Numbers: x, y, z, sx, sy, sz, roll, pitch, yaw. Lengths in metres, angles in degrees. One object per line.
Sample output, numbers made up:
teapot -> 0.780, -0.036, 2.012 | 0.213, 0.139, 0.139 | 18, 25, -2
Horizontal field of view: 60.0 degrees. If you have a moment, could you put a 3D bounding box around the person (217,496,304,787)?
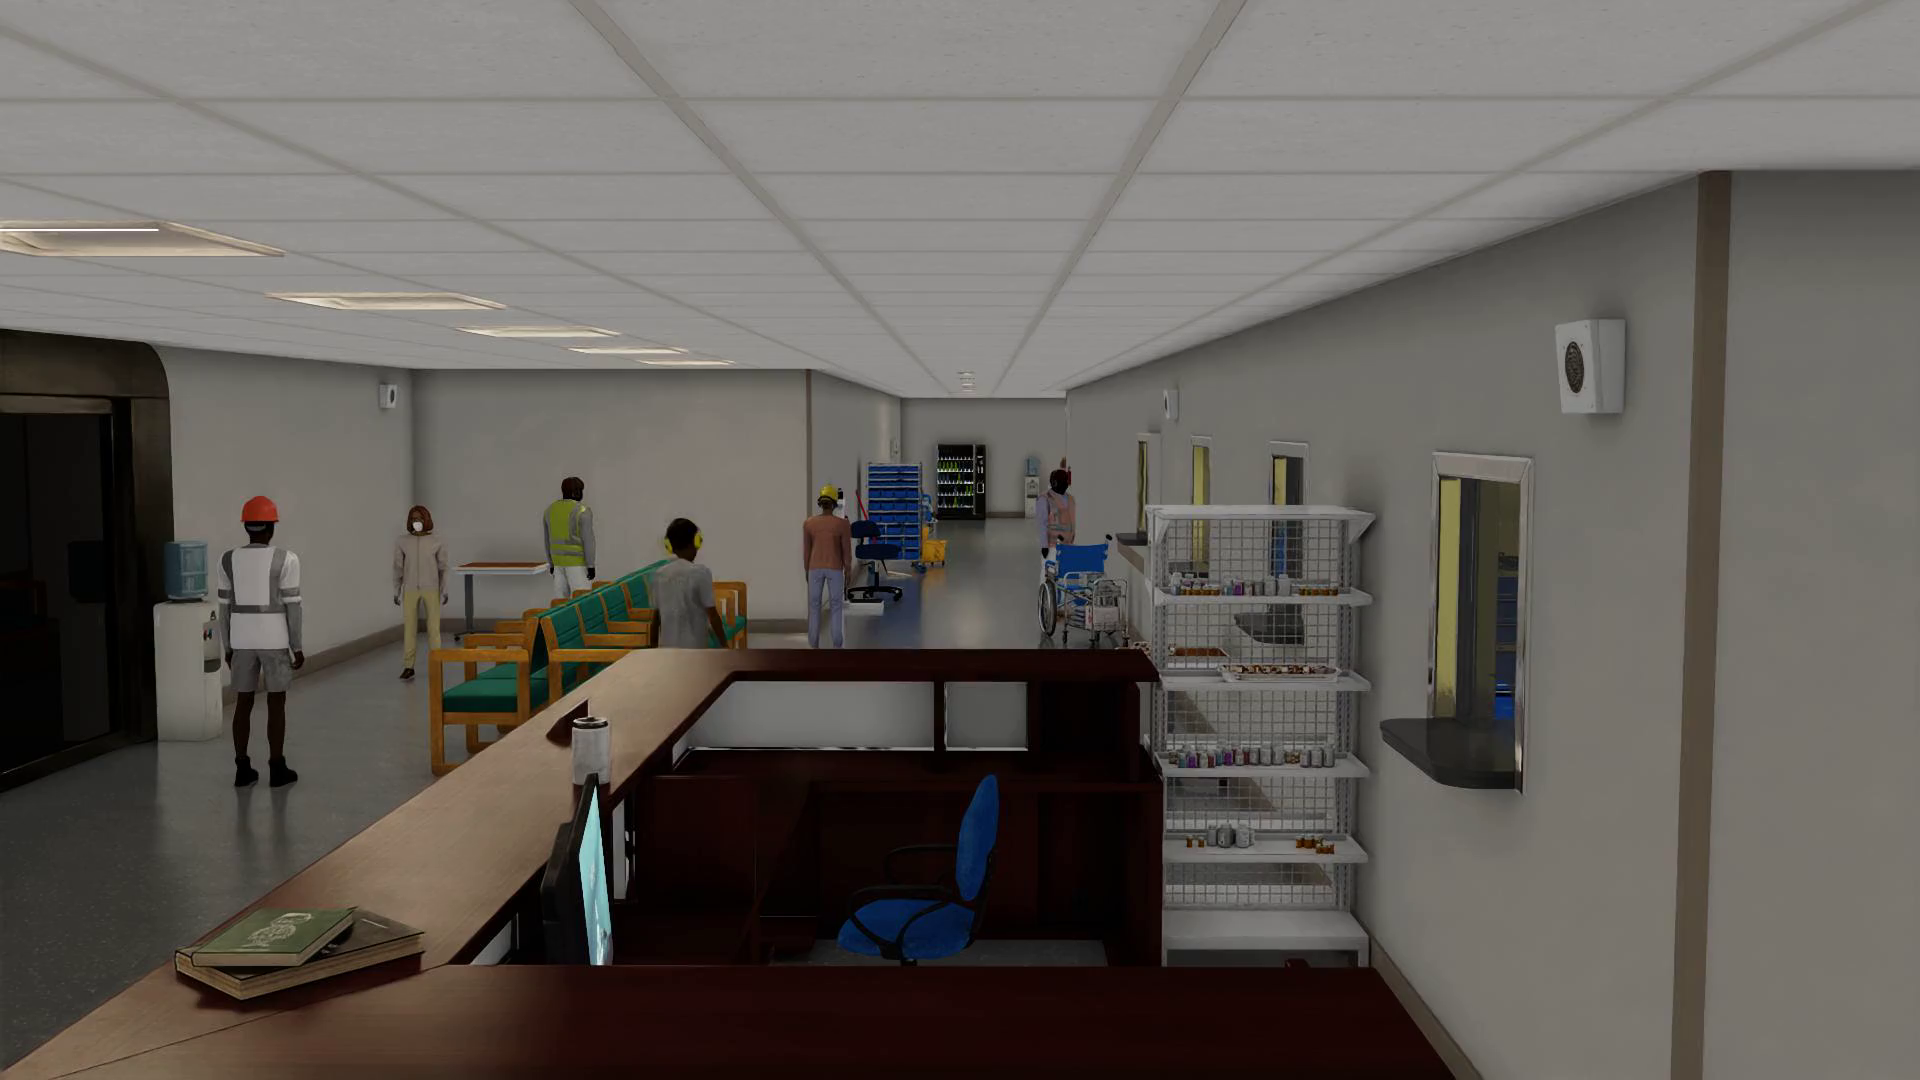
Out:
person -> -4.635, 0.672, 11.069 | 0.546, 1.930, 0.390 | 0, 4, 1

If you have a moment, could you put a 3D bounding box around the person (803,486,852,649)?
person -> -1.371, 0.315, 17.232 | 0.518, 1.756, 0.344 | 1, 4, 8

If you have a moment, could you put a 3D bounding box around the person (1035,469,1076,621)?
person -> 1.196, 0.060, 20.219 | 0.430, 1.845, 0.623 | 4, 6, 44

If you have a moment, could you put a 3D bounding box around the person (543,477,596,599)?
person -> -4.075, 0.253, 17.509 | 0.633, 1.841, 0.429 | 2, 5, 29

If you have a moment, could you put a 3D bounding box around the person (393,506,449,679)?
person -> -5.061, 0.490, 15.620 | 0.507, 1.633, 0.277 | -1, 4, -11

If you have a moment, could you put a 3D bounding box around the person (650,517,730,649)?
person -> -1.785, 0.765, 10.559 | 0.588, 1.813, 0.947 | 4, 6, 44
